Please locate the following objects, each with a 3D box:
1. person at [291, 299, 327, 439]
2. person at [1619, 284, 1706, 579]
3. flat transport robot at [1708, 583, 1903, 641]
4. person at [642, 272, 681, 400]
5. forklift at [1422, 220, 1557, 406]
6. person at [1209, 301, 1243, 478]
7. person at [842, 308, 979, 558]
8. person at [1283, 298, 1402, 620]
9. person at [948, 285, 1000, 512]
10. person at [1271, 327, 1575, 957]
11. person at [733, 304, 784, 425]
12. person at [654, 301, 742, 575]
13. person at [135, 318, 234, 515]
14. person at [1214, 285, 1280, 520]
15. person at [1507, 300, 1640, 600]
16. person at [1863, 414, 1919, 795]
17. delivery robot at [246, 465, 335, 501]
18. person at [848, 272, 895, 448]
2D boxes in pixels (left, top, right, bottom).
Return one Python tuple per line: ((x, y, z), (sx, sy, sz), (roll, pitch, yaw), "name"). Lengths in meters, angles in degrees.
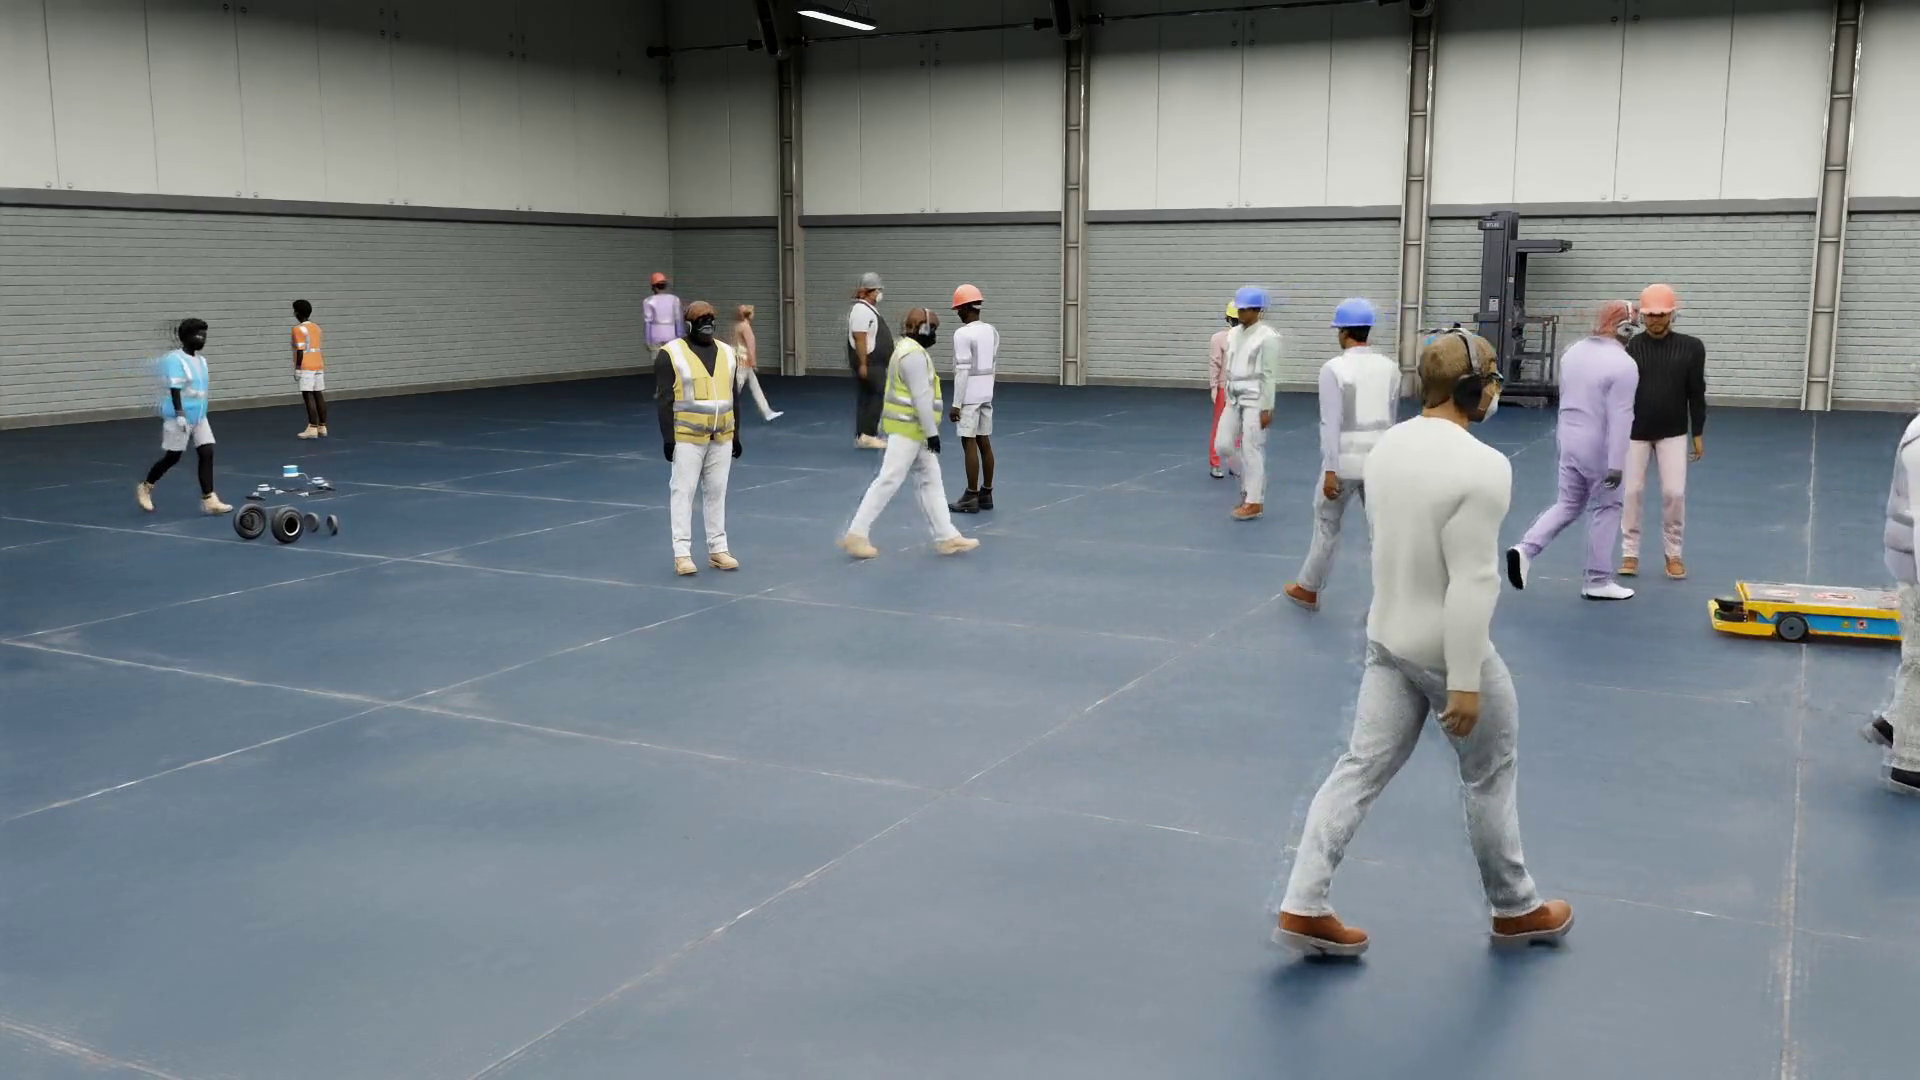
((-8.007, -2.102, 20.426), (0.320, 1.698, 0.537), (1, 9, 9), "person")
((4.621, -0.715, 11.097), (0.635, 1.961, 0.522), (3, 10, 19), "person")
((5.042, 0.416, 9.424), (1.431, 0.197, 0.652), (4, 10, 21), "flat transport robot")
((-4.689, -3.208, 26.256), (0.626, 2.023, 0.585), (-5, 10, -27), "person")
((8.245, -3.527, 25.720), (1.873, 2.768, 1.129), (5, 10, 27), "forklift")
((2.721, -1.499, 16.539), (0.533, 1.758, 0.333), (-5, 10, -27), "person")
((-0.390, -0.775, 12.001), (0.980, 1.787, 0.661), (0, 9, 0), "person")
((2.343, -0.469, 9.812), (0.633, 1.897, 1.006), (-4, 10, -24), "person")
((0.092, -1.212, 14.238), (0.368, 1.929, 0.542), (6, 11, 34), "person")
((1.384, 0.318, 4.938), (1.011, 1.893, 0.647), (-3, 10, -20), "person")
((-2.788, -2.321, 22.072), (0.871, 1.589, 0.538), (-2, 9, -13), "person")
((-1.757, -0.702, 11.360), (0.624, 1.844, 0.429), (-7, 12, -37), "person")
((-6.571, -1.040, 14.004), (0.779, 1.660, 0.552), (2, 9, 11), "person")
((2.373, -1.136, 13.759), (0.442, 1.927, 0.631), (-5, 11, -30), "person")
((3.849, -0.543, 10.301), (0.757, 1.875, 0.699), (-3, 10, -17), "person")
((3.814, 0.106, 6.443), (0.605, 1.816, 0.411), (-8, 12, -41), "person")
((-5.183, -0.461, 12.877), (0.335, 0.223, 0.698), (5, 10, 27), "delivery robot")
((-1.002, -2.040, 19.131), (0.561, 2.000, 0.704), (0, 9, 1), "person")
